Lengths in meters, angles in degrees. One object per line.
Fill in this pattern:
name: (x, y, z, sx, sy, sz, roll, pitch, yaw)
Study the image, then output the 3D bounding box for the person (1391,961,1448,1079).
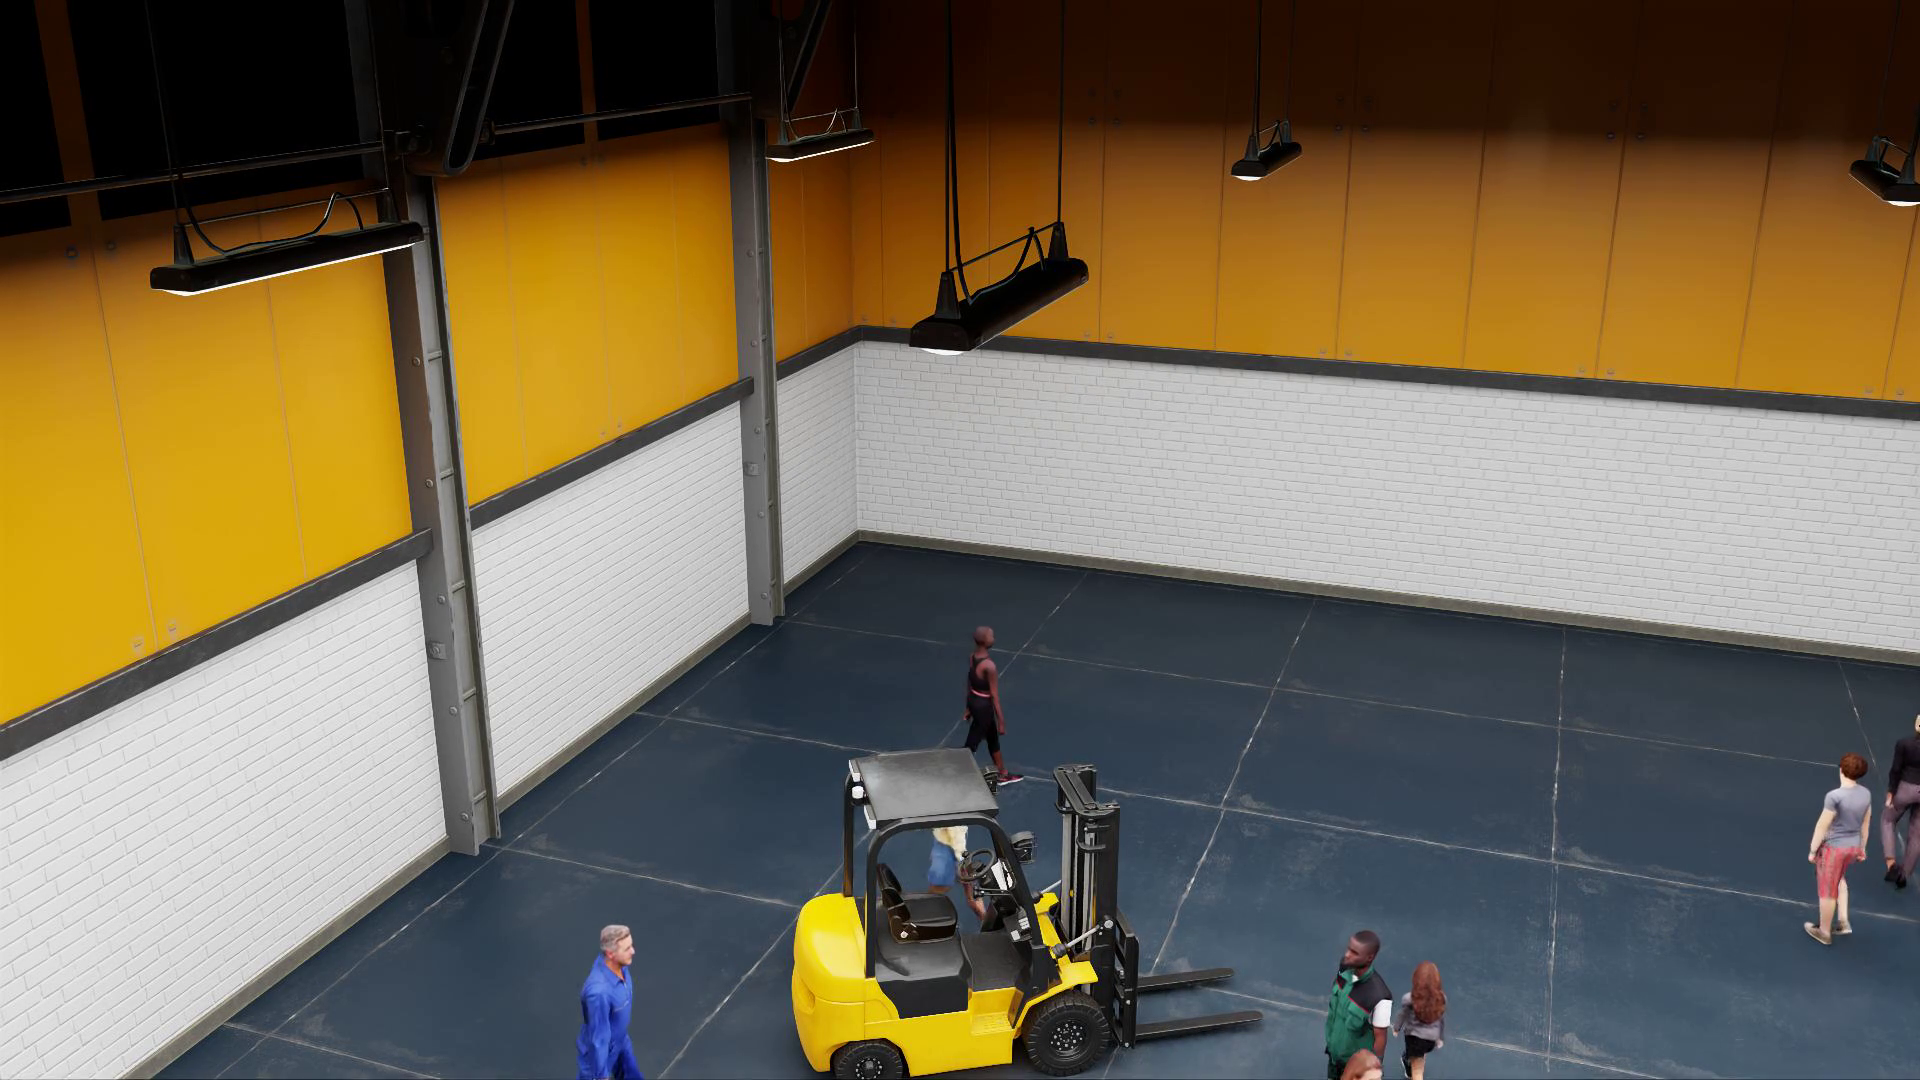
person: (3.199, 3.447, 11.492, 0.685, 1.075, 0.827, -3, 19, -9)

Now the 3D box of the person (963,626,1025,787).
person: (0.115, 1.680, 15.744, 1.235, 1.711, 1.140, -9, 21, -26)

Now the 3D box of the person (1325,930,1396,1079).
person: (2.538, 3.313, 10.694, 0.844, 1.840, 0.766, -7, 20, -19)

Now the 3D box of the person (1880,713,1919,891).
person: (8.125, 2.247, 14.133, 0.592, 1.665, 0.609, 7, 20, 19)

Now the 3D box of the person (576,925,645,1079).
person: (-2.388, 3.306, 10.812, 0.950, 1.778, 1.057, 3, 19, 9)

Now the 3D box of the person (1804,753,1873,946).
person: (7.112, 2.532, 13.332, 0.763, 1.635, 0.827, -3, 19, -9)
